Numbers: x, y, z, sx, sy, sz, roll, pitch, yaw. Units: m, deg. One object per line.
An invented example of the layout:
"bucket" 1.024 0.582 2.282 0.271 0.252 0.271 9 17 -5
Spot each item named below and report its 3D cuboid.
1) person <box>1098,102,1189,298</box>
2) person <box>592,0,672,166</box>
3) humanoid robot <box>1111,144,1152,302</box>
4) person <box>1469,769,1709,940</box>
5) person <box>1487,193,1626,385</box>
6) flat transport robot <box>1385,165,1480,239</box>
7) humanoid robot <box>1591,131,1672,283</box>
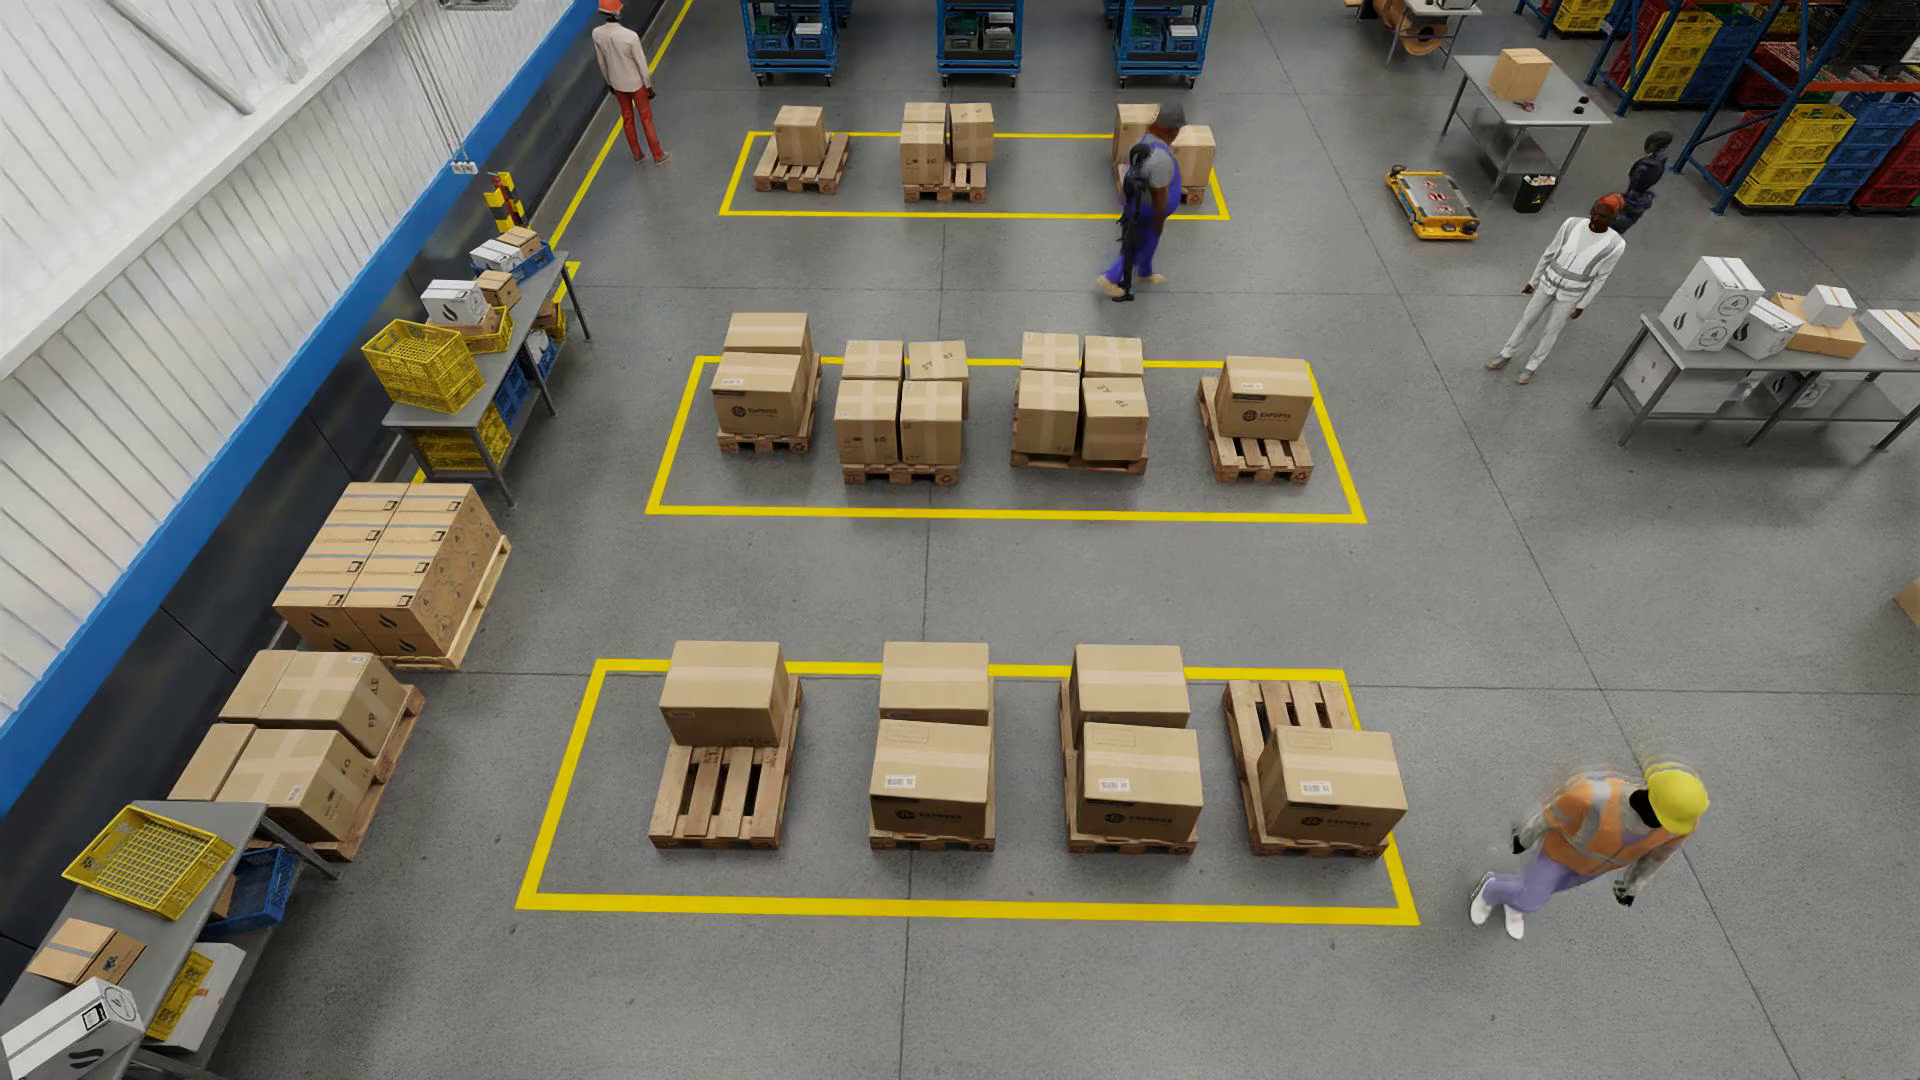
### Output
"person" 1.867 -3.465 9.362 0.752 2.000 0.689 -2 49 -1
"person" -4.060 -5.614 11.252 0.611 1.995 0.389 10 50 8
"humanoid robot" 1.746 -3.243 9.400 0.311 1.656 0.609 2 49 2
"person" 3.366 1.724 4.959 0.595 1.904 0.438 9 50 7
"person" 5.531 -2.298 8.456 0.356 1.882 0.574 -32 56 -24
"flat transport robot" 5.692 -4.094 11.059 0.652 0.197 1.431 1 49 1
"humanoid robot" 7.002 -3.454 9.592 0.632 1.644 0.374 -35 57 -26
